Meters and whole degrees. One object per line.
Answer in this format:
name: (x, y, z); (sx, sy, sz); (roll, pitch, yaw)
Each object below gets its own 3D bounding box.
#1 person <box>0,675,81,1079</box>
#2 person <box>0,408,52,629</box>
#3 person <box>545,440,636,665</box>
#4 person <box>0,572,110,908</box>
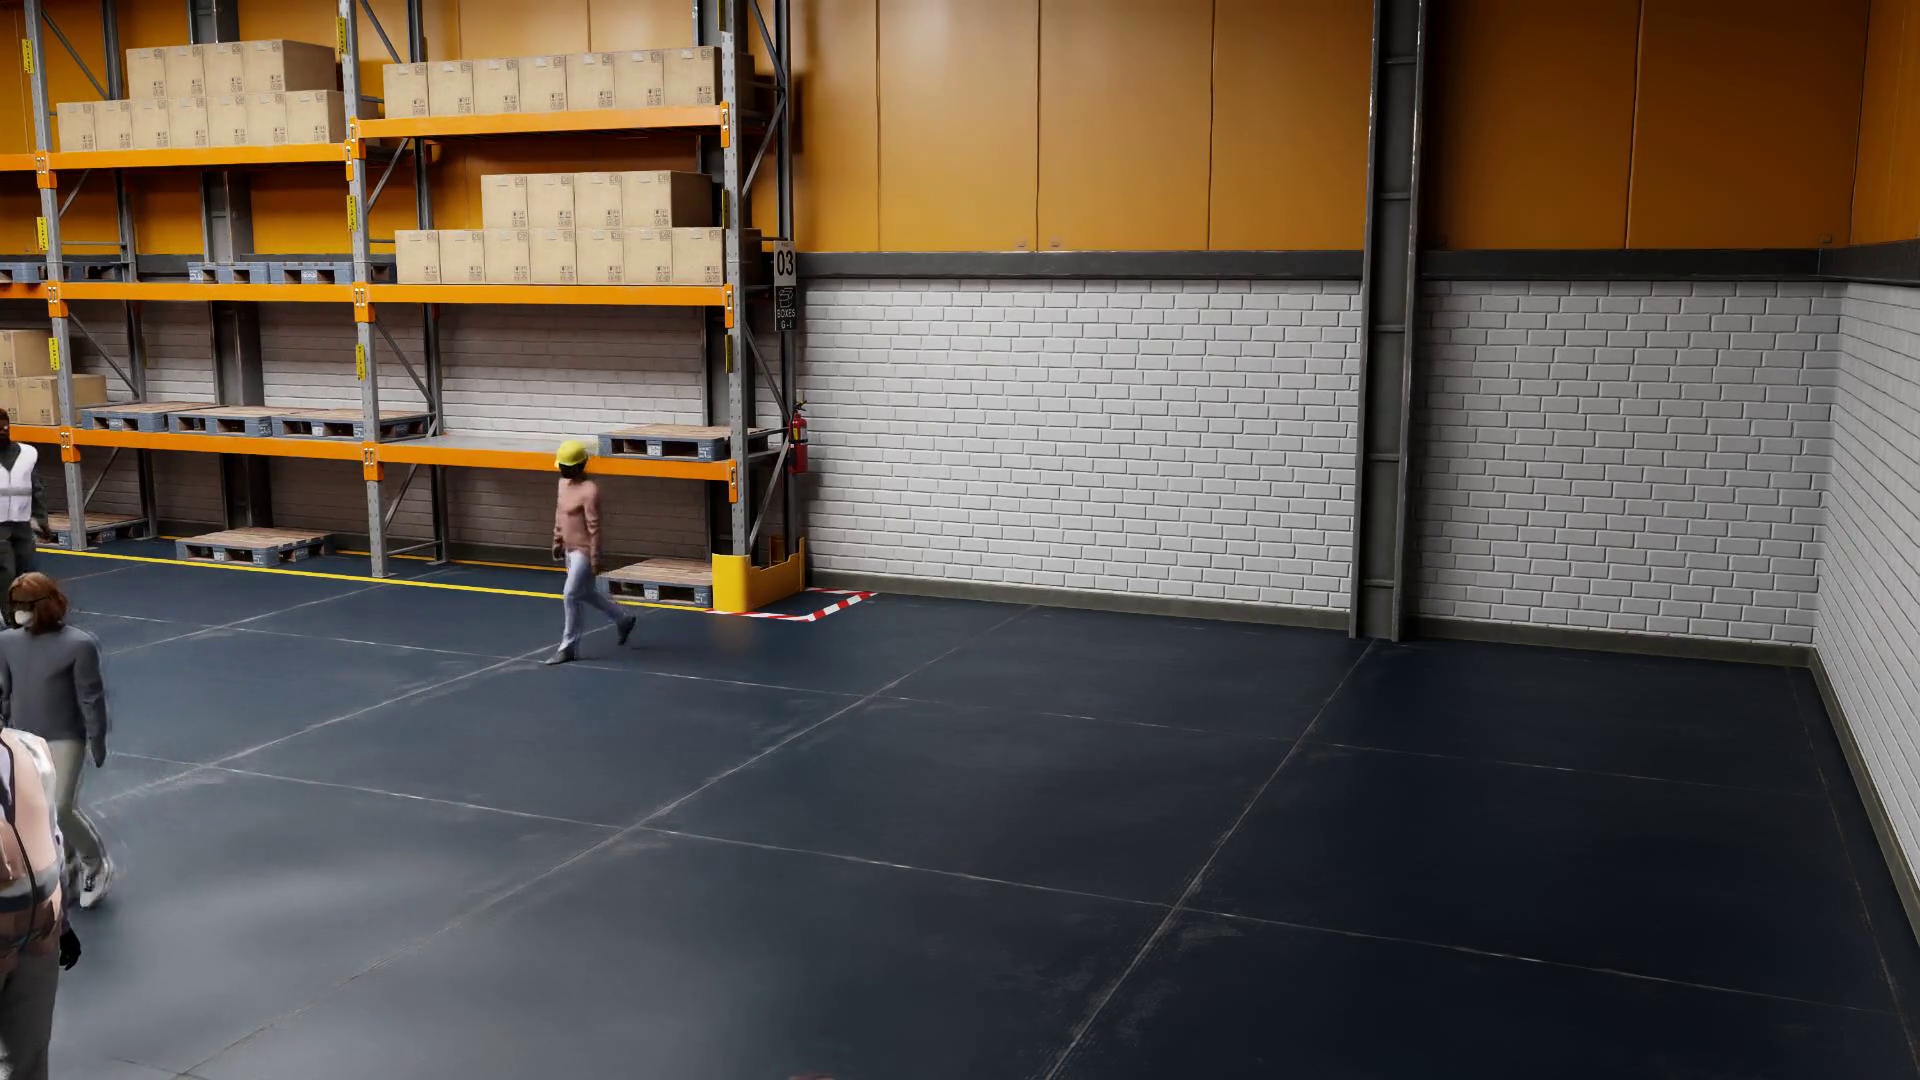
person: (-2.988, 1.259, 5.116); (0.429, 1.844, 0.625); (3, 10, 19)
person: (-7.723, -0.135, 13.405); (0.700, 1.894, 0.597); (6, 11, 34)
person: (-2.820, 0.071, 12.664); (0.735, 1.720, 0.597); (-7, 12, -36)
person: (-4.222, 0.946, 7.688); (0.505, 1.618, 0.350); (2, 10, 13)
